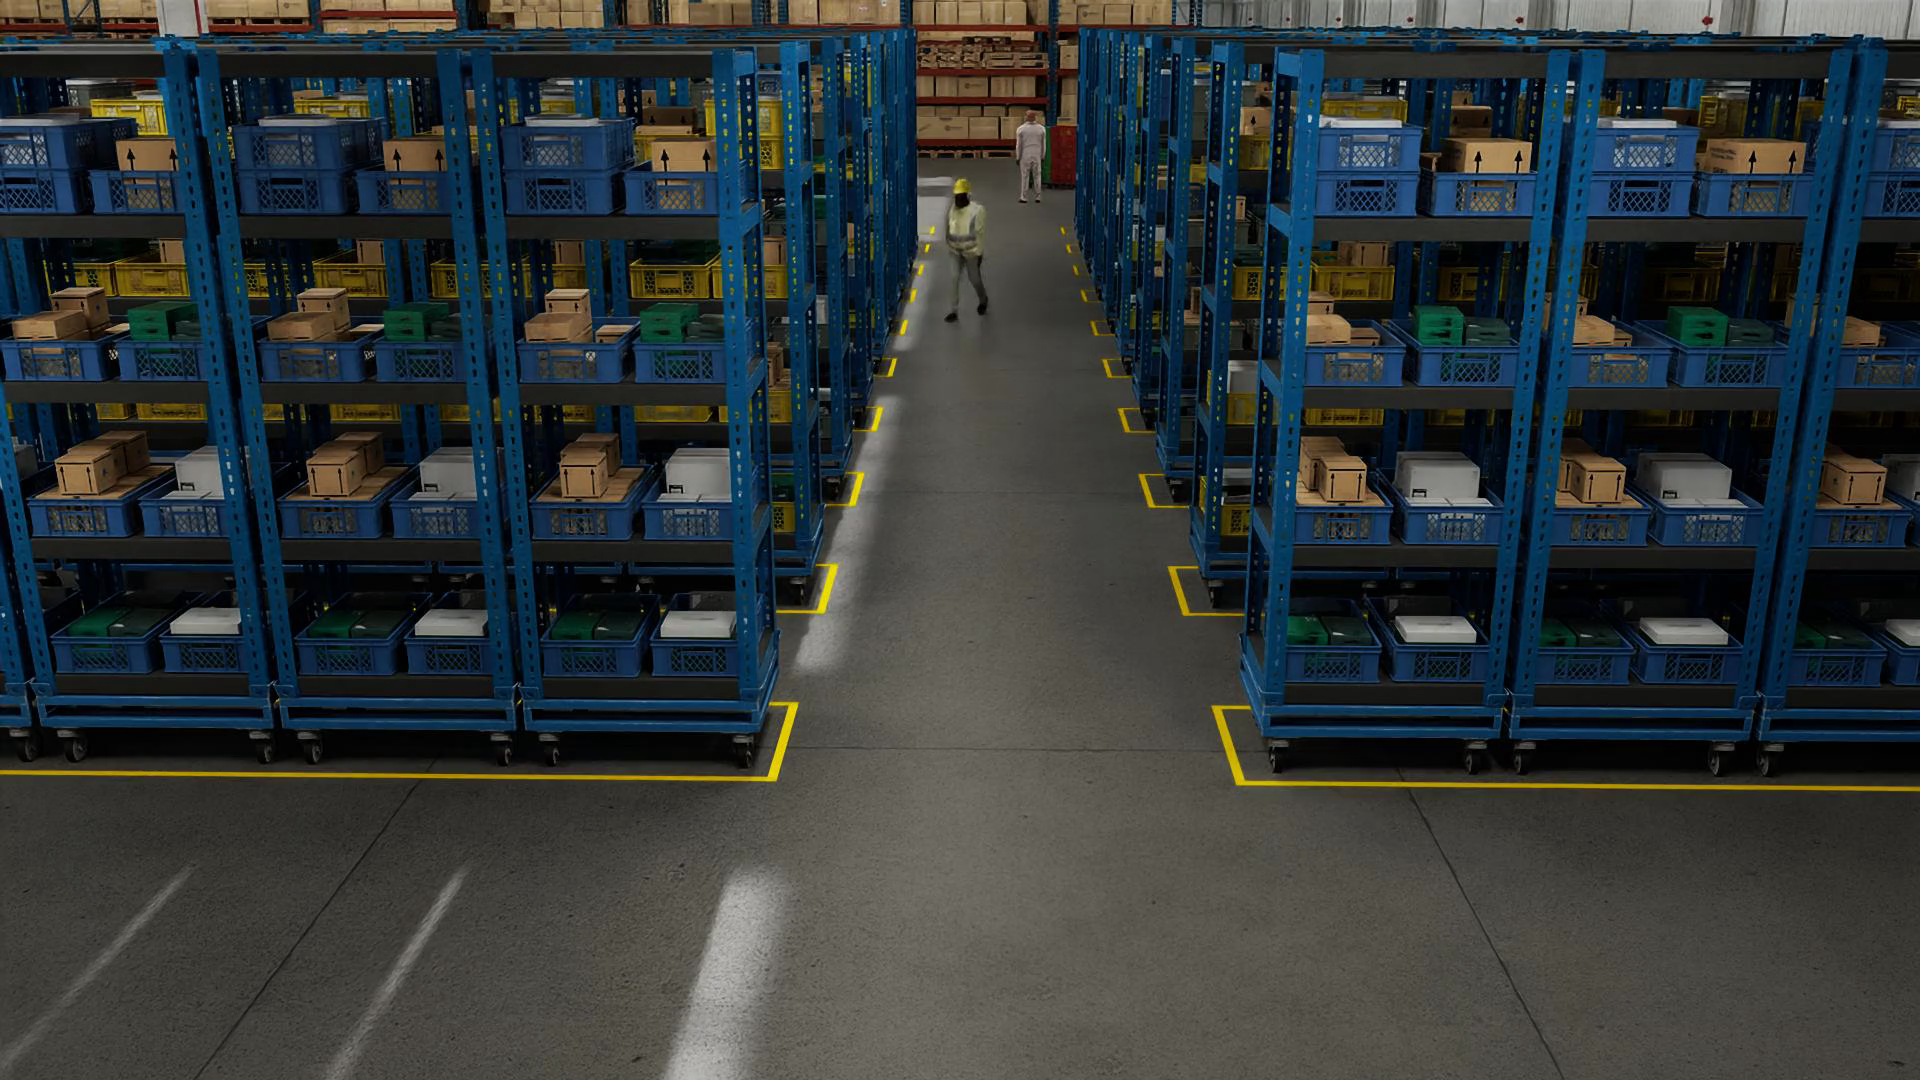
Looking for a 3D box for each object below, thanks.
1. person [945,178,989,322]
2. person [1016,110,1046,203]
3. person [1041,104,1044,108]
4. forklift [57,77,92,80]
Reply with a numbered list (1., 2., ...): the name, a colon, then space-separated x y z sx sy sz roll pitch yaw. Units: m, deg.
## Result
1. person: 0.088 -3.721 21.270 0.591 1.803 0.822 7 19 22
2. person: 1.470 -8.000 34.735 0.649 1.907 0.409 -4 18 -14
3. person: 2.782 -14.510 55.608 0.607 1.829 0.641 -1 17 -4
4. forklift: -24.462 -12.075 46.120 1.129 2.768 1.873 0 17 1
